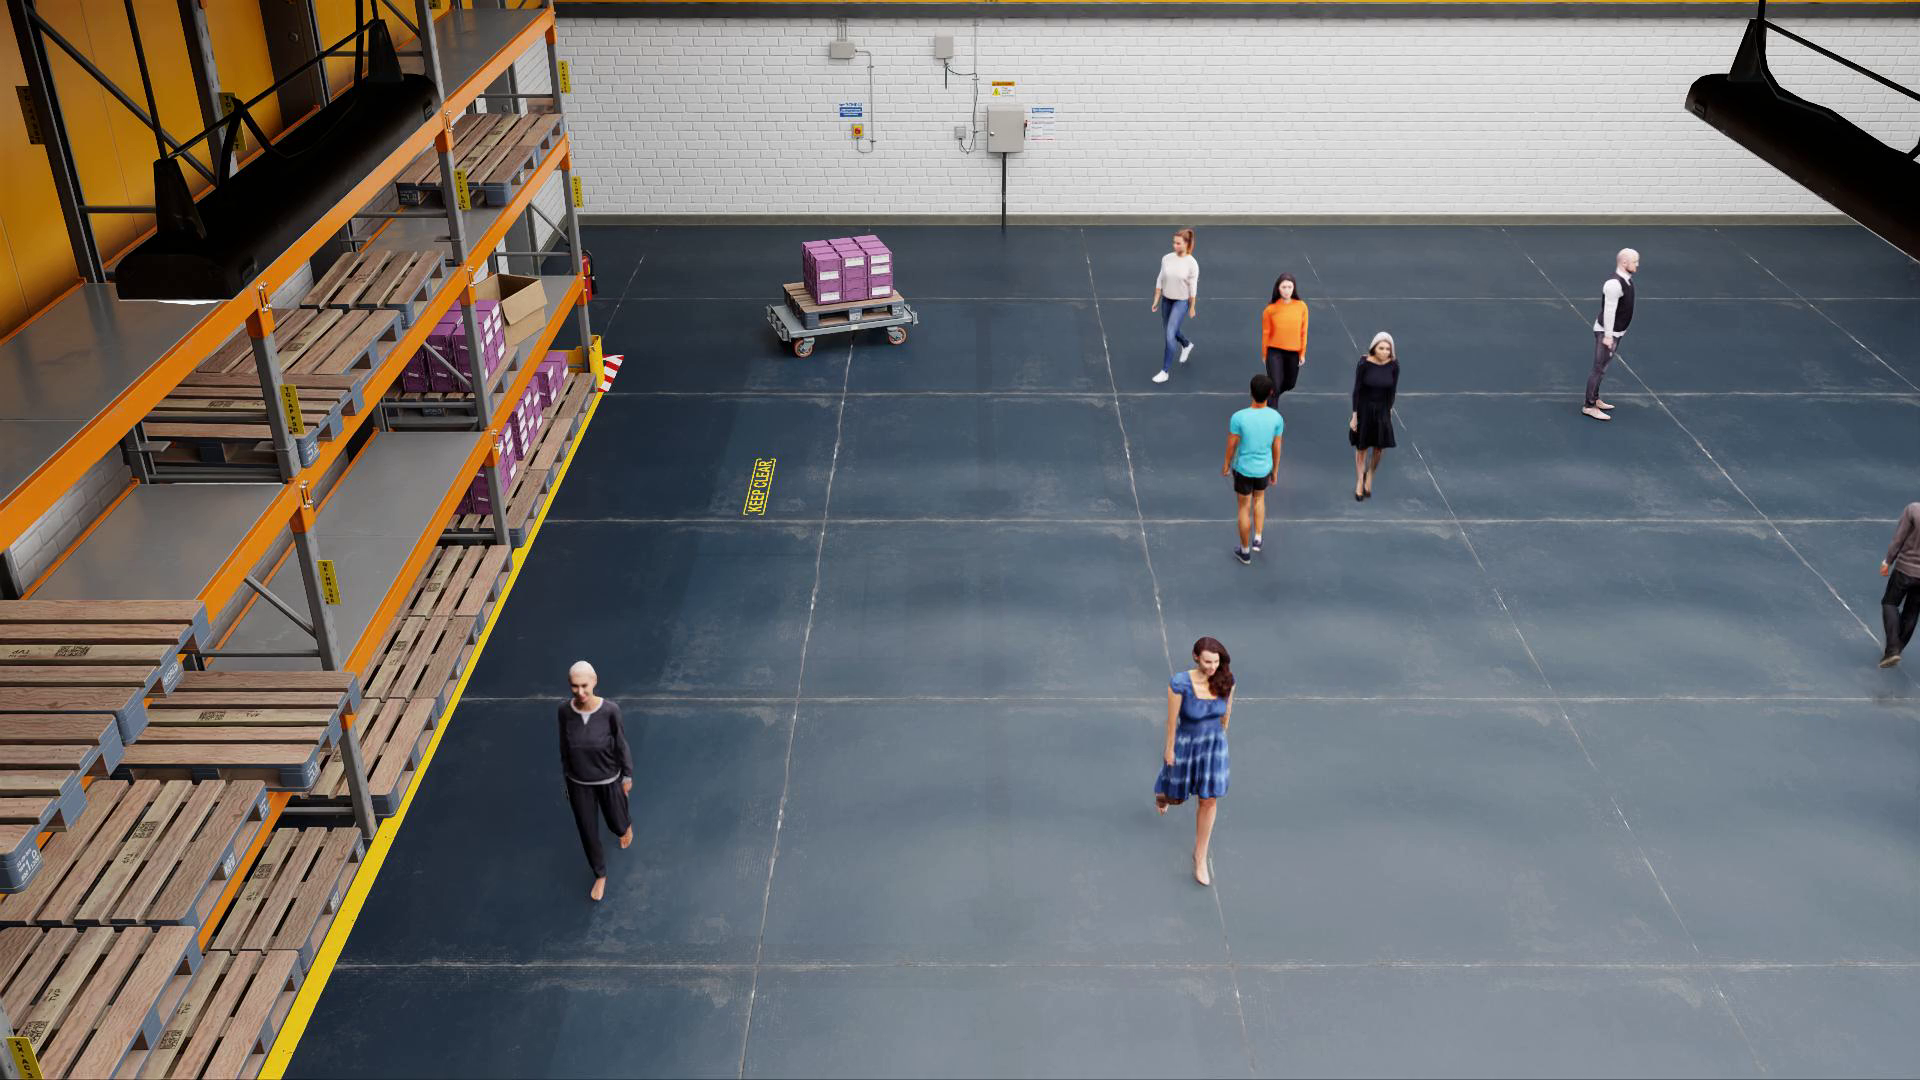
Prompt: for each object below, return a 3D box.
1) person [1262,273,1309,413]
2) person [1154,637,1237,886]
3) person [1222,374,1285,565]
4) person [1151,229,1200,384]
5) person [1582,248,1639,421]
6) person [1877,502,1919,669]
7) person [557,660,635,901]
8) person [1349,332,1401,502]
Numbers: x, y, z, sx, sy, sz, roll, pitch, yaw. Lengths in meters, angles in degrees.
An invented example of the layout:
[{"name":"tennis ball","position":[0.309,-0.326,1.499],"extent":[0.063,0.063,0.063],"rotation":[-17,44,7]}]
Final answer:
[{"name":"person","position":[3.323,-1.932,17.175],"extent":[0.692,1.729,1.047],"rotation":[-3,29,-5]},{"name":"person","position":[1.528,1.397,11.008],"extent":[0.801,1.790,1.048],"rotation":[-7,29,-12]},{"name":"person","position":[2.600,-0.578,14.657],"extent":[0.653,1.761,0.628],"rotation":[-3,29,-6]},{"name":"person","position":[2.442,-2.638,18.508],"extent":[1.073,1.692,1.165],"rotation":[24,37,37]},{"name":"person","position":[6.867,-2.197,17.558],"extent":[0.842,1.826,0.718],"rotation":[15,32,26]},{"name":"person","position":[7.528,0.287,13.079],"extent":[0.828,1.755,0.939],"rotation":[7,29,13]},{"name":"person","position":[-2.377,1.501,10.900],"extent":[0.606,1.711,0.832],"rotation":[0,29,0]},{"name":"person","position":[3.890,-1.202,15.830],"extent":[0.609,1.734,0.678],"rotation":[2,29,4]}]
